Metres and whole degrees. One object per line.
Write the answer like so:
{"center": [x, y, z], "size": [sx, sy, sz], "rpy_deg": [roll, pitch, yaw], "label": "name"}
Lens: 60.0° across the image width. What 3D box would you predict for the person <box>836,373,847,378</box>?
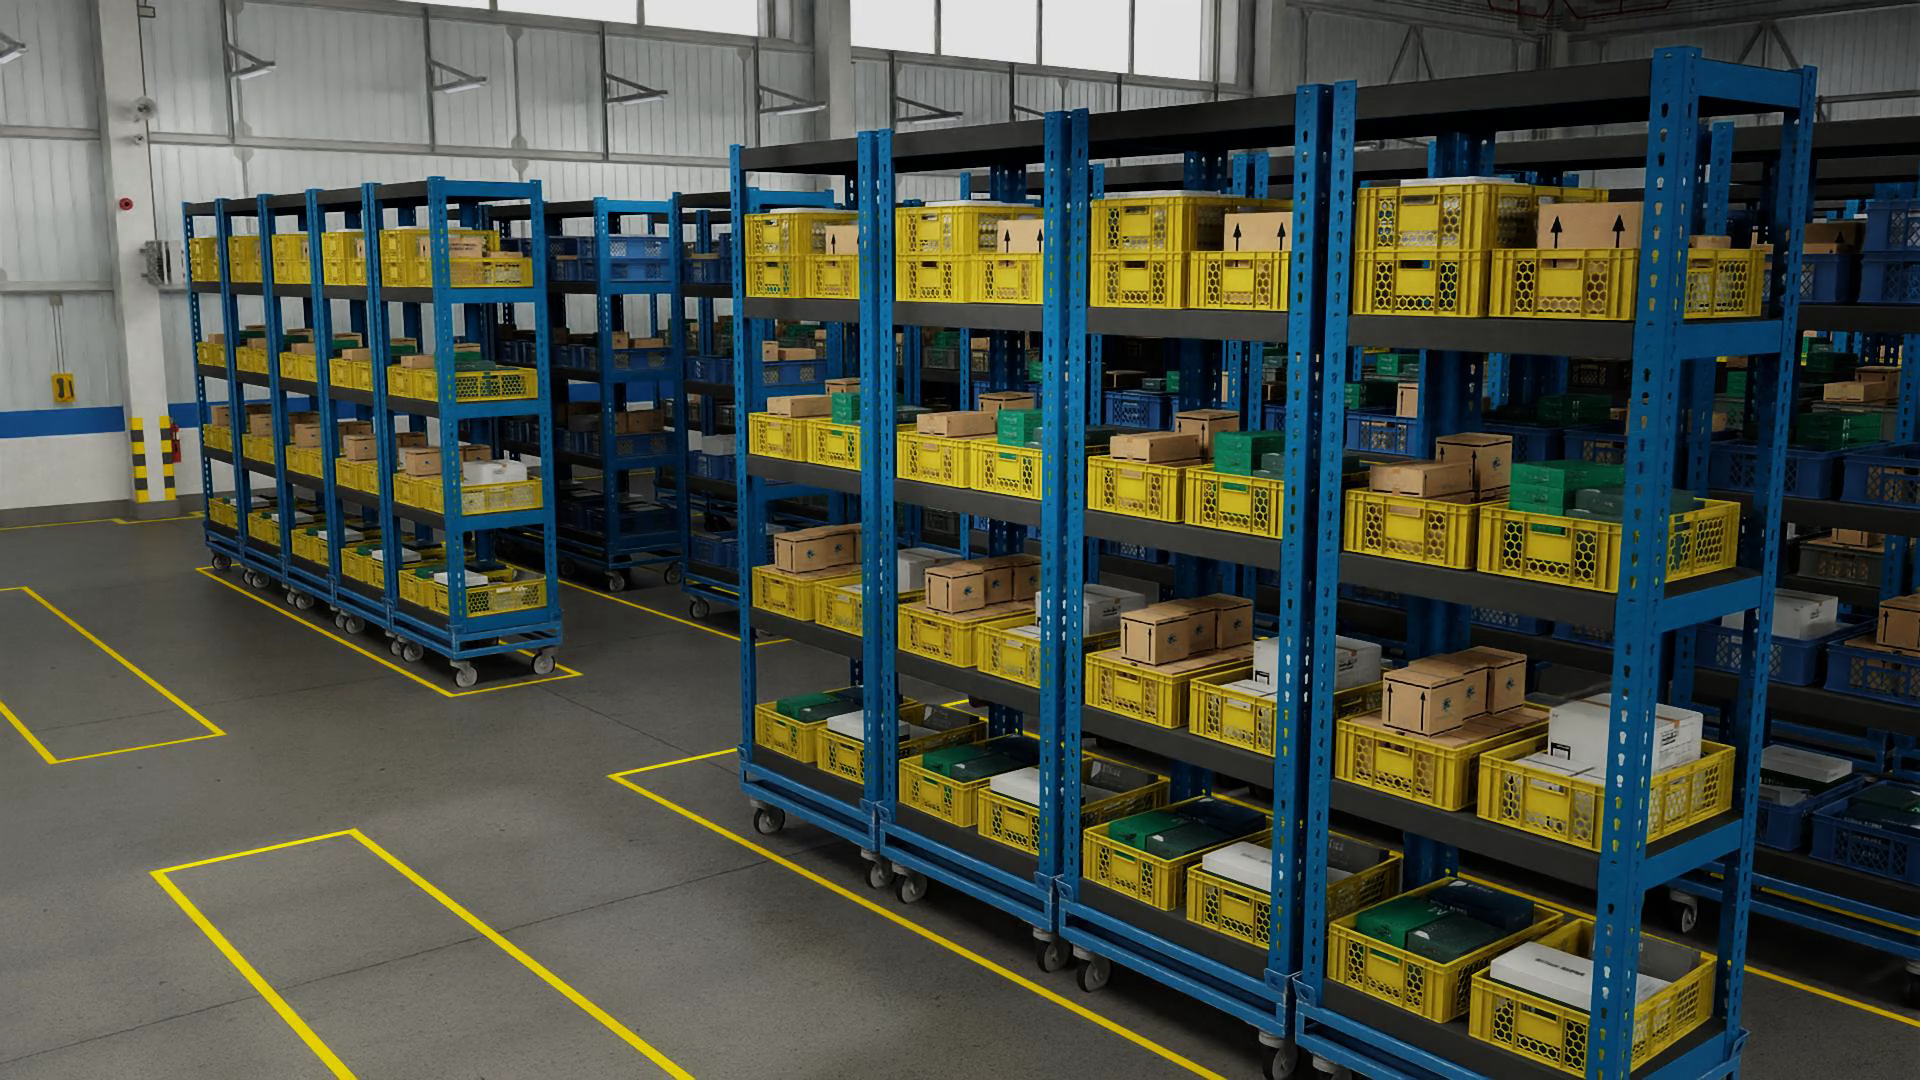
{"center": [-1.323, -1.039, 18.967], "size": [0.564, 1.840, 0.397], "rpy_deg": [-7, 12, -36], "label": "person"}
